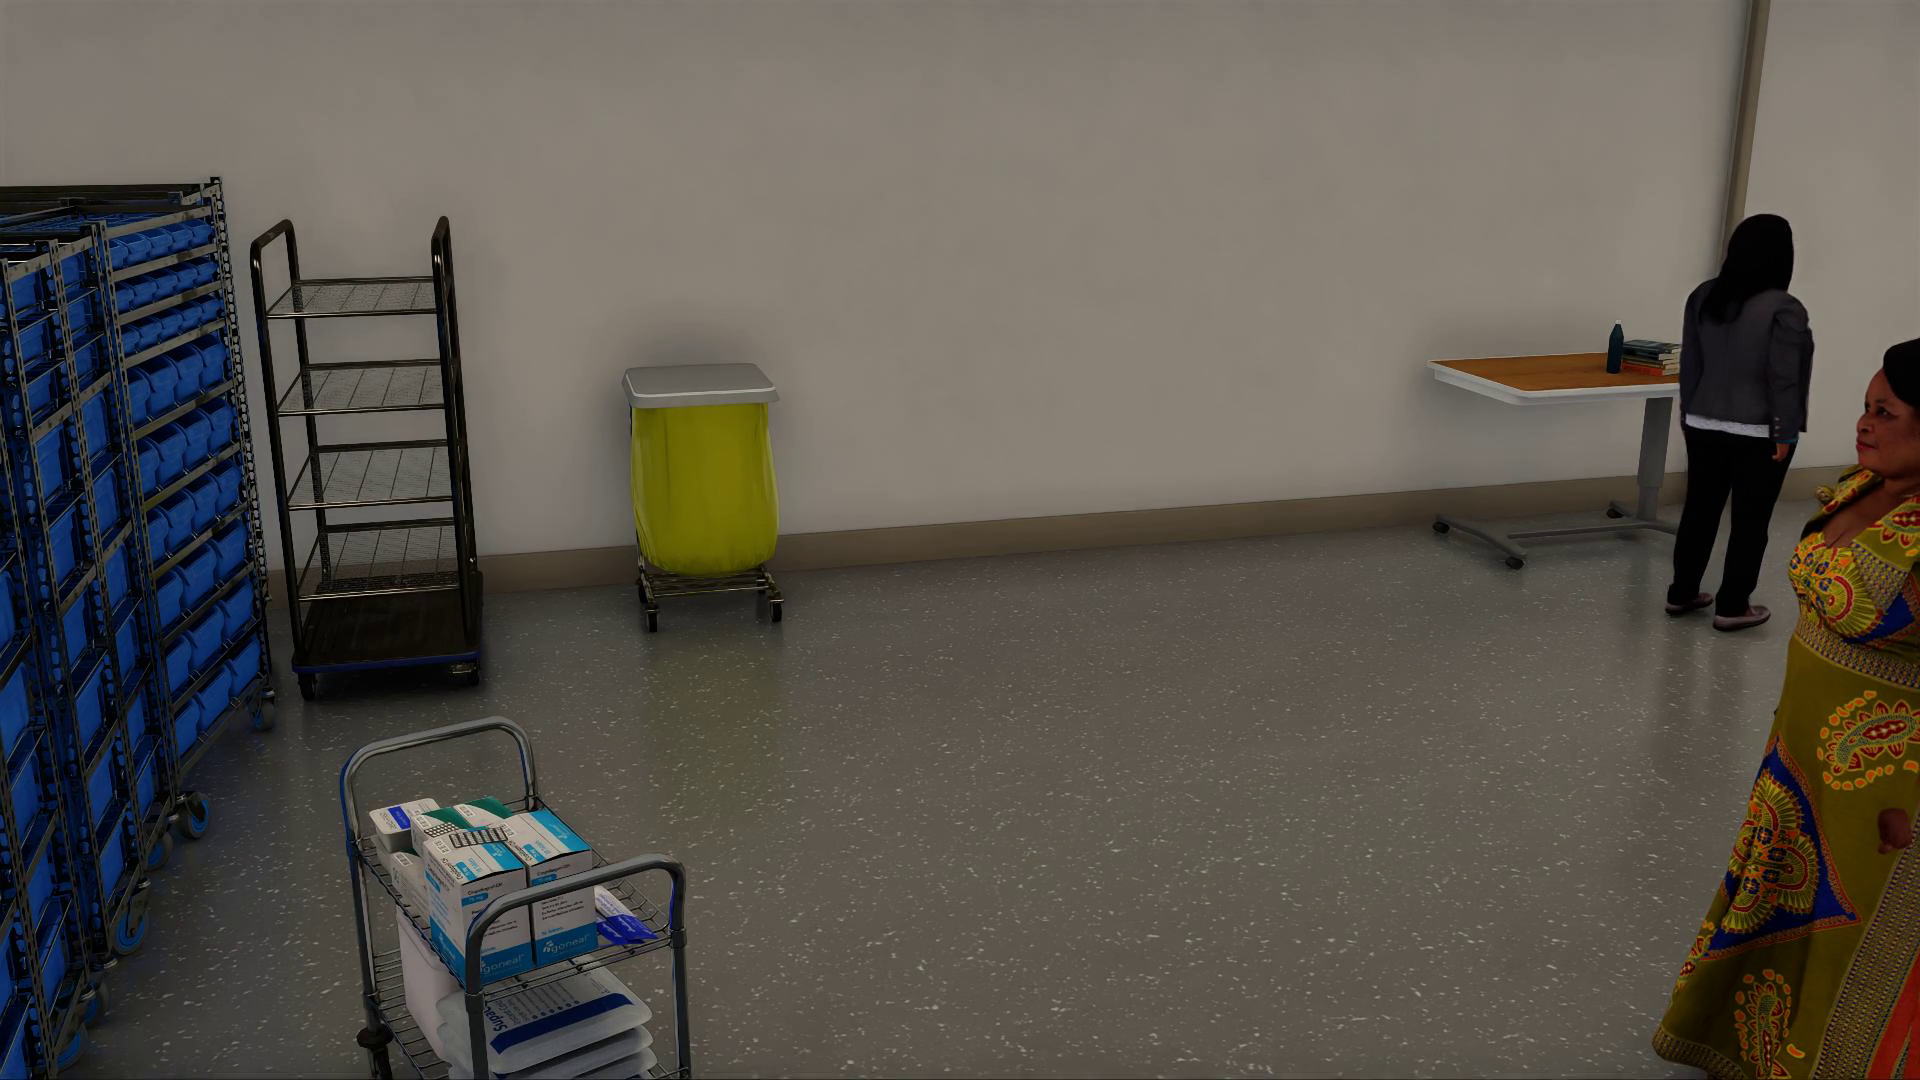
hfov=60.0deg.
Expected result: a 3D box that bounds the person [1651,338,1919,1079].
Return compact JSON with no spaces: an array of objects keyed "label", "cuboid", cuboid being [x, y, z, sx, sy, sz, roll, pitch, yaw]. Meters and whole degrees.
[{"label":"person","cuboid":[1.769,0.421,3.217,0.826,1.661,0.897,-2,16,-6]}]

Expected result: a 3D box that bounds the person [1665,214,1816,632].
[{"label":"person","cuboid":[2.998,-0.444,6.408,0.726,1.595,0.726,-8,18,-26]}]
